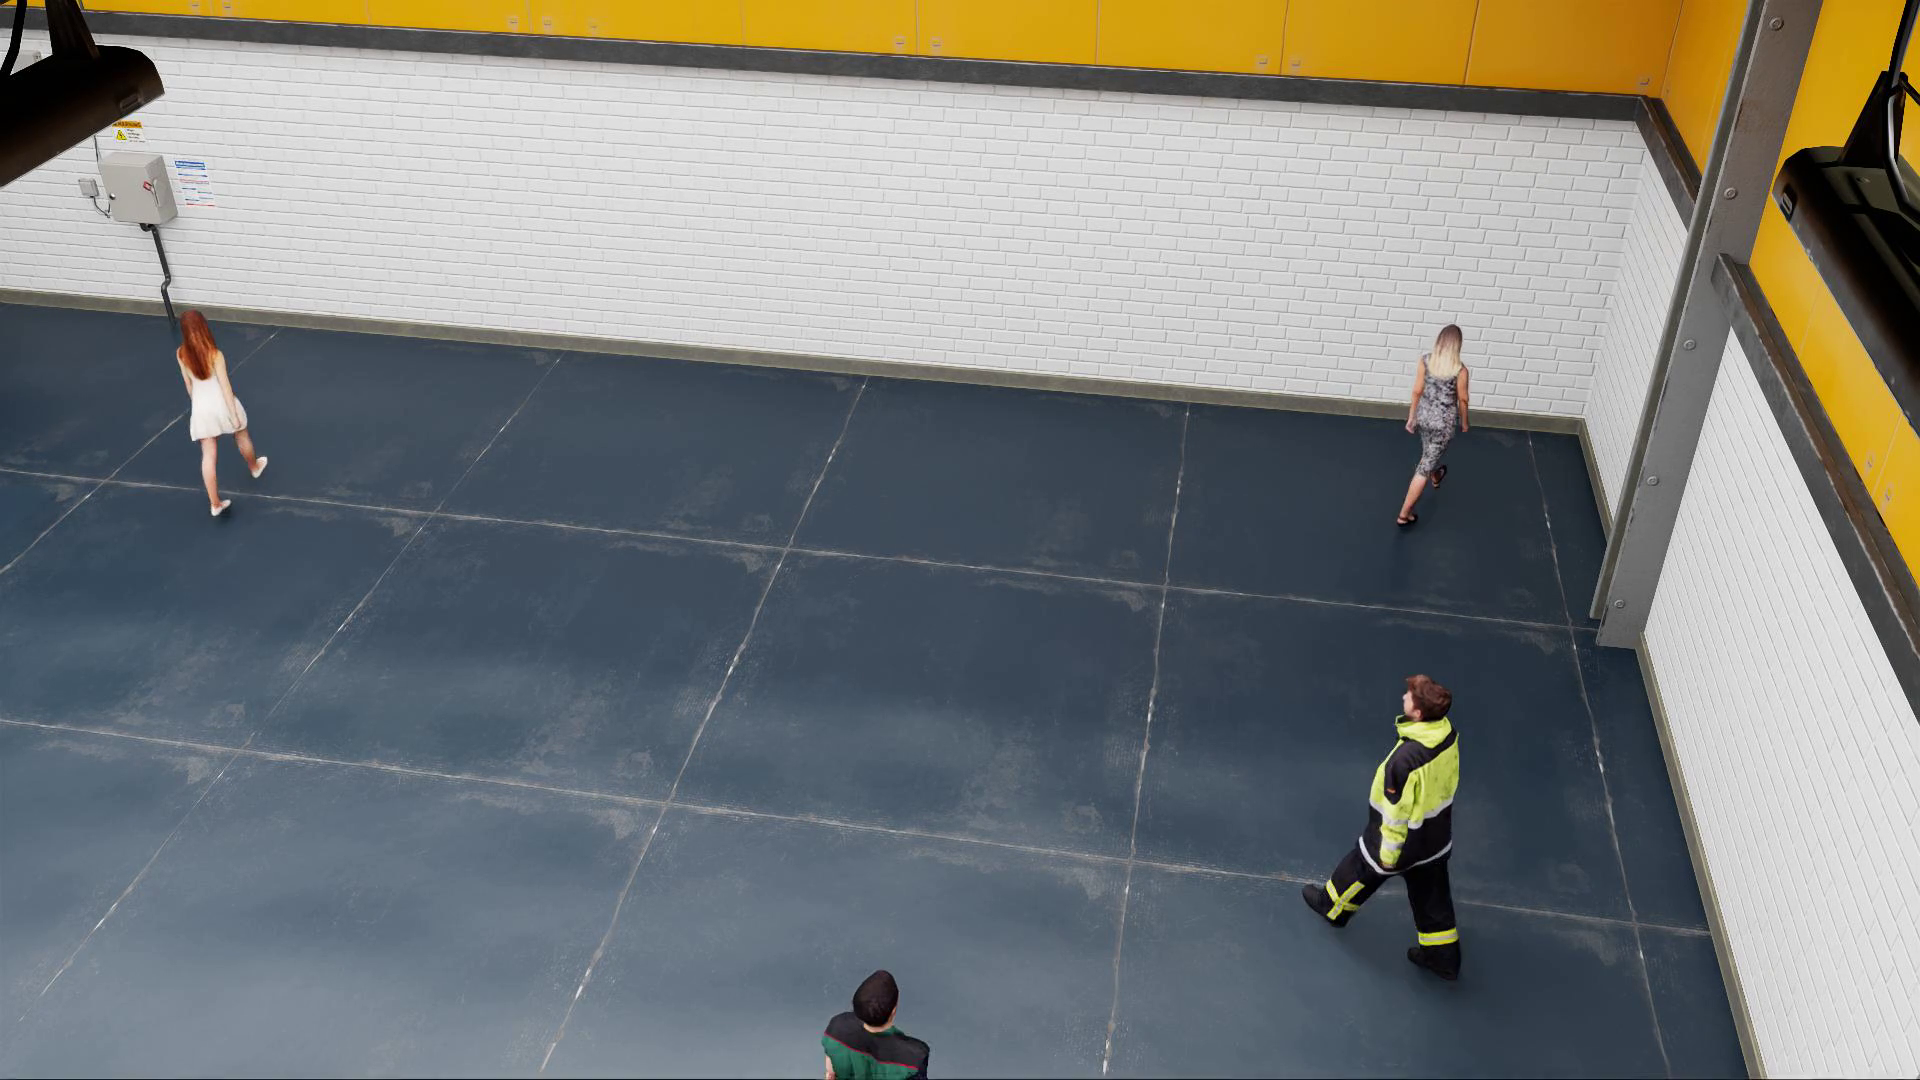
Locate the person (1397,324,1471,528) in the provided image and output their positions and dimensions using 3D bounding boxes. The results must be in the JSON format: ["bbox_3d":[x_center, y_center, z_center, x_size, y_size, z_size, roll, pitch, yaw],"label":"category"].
[{"bbox_3d":[3.690,-0.850,13.105,1.175,1.654,1.014,-28,43,-35],"label":"person"}]

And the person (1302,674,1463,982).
[{"bbox_3d":[2.535,1.623,9.132,1.323,1.933,1.302,-28,43,-35],"label":"person"}]

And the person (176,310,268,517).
[{"bbox_3d":[-6.003,-0.989,13.304,0.676,1.664,1.177,2,34,3],"label":"person"}]

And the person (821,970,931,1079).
[{"bbox_3d":[-0.382,2.702,7.552,0.845,1.885,1.038,16,37,22],"label":"person"}]
